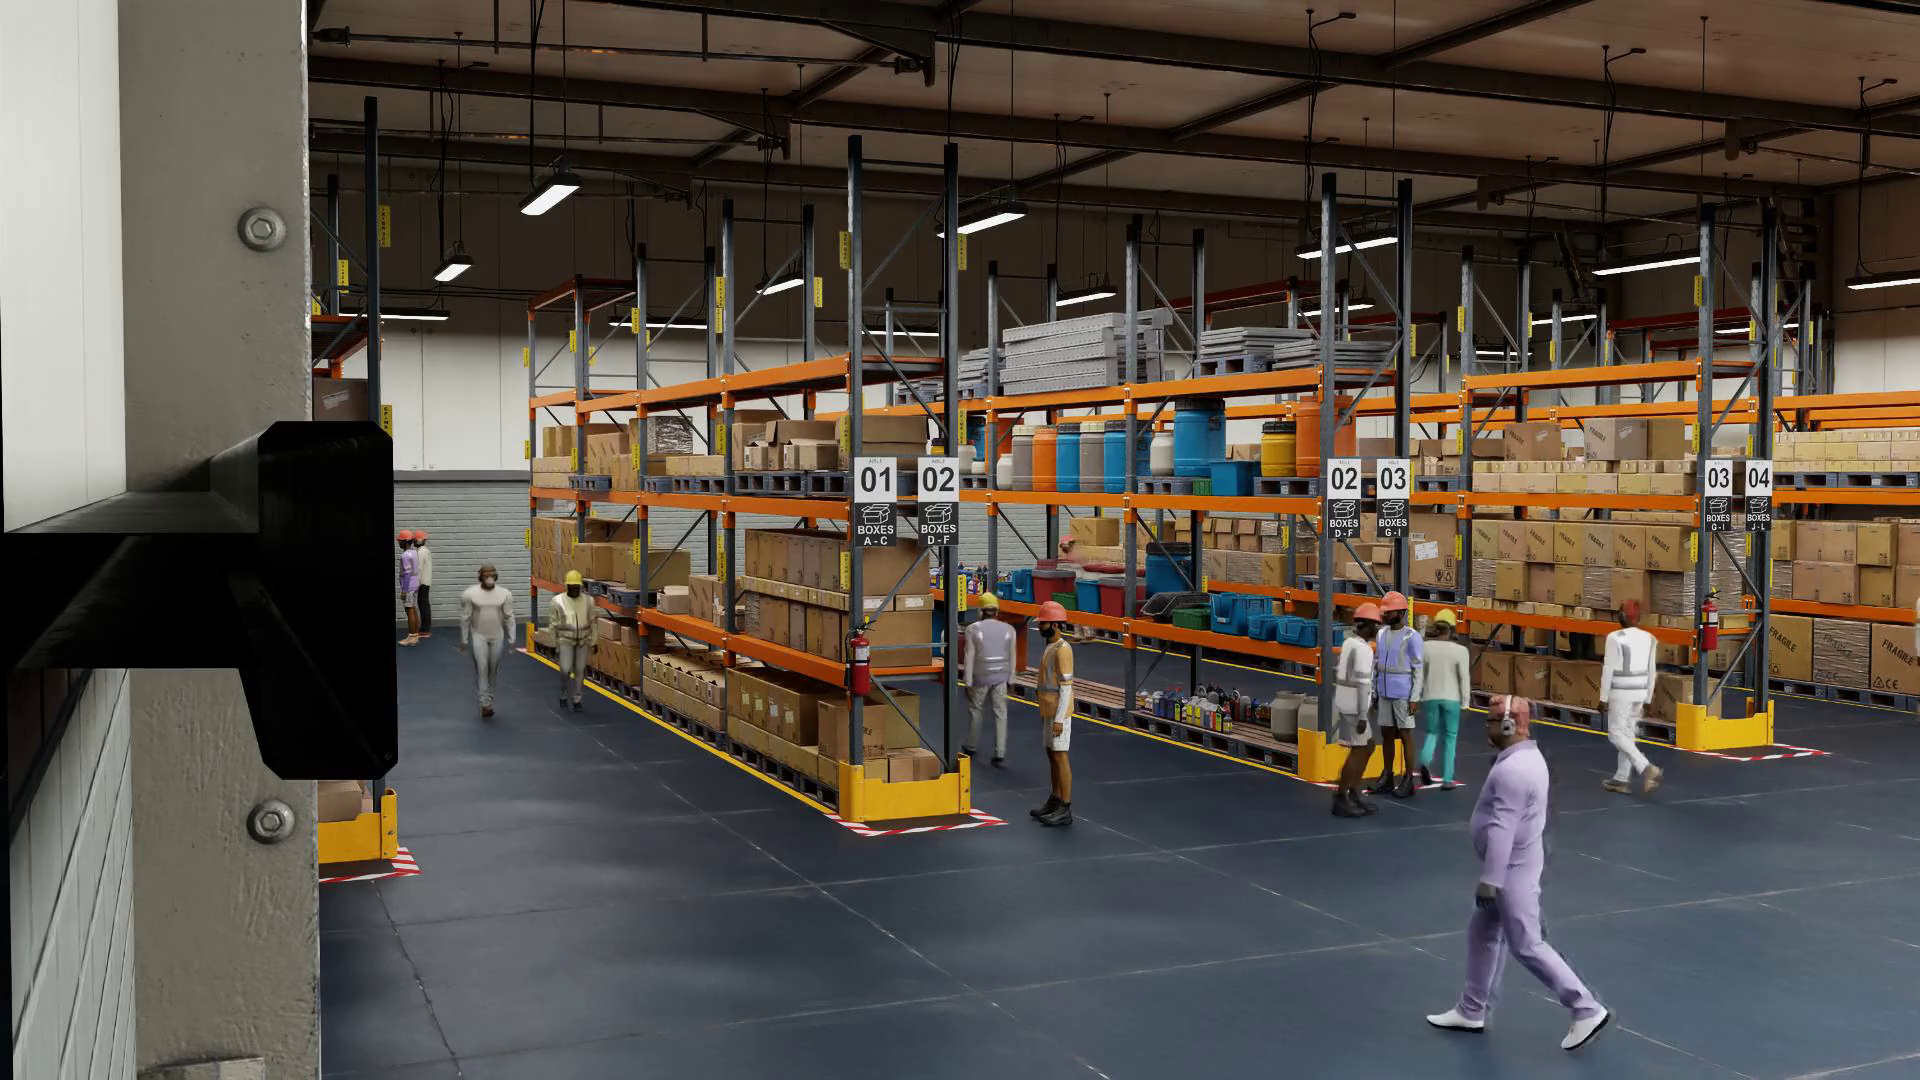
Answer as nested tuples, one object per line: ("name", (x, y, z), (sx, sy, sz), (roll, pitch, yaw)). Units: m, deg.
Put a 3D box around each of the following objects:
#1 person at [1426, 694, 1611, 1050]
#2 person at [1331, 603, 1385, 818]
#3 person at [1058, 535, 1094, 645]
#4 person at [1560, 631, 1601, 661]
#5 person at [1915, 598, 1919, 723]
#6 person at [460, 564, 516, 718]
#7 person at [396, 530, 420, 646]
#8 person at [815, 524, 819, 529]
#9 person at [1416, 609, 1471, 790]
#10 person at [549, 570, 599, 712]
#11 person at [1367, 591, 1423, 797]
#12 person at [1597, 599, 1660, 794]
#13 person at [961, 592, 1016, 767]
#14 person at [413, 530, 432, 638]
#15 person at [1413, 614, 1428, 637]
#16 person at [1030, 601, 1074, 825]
("person", (3.022, 1.768, 9.645), (0.908, 1.875, 0.644), (1, 2, 19))
("person", (3.561, 1.513, 16.115), (0.574, 1.885, 0.581), (0, 2, -4))
("person", (2.027, 0.881, 31.790), (0.520, 1.944, 0.687), (-1, 2, -19))
("person", (8.605, 1.165, 24.831), (0.622, 1.906, 0.442), (0, 2, -11))
("person", (11.566, 1.264, 21.114), (0.627, 2.005, 1.005), (0, 2, -3))
("person", (-5.858, 1.264, 22.347), (0.661, 1.897, 0.958), (-1, 2, -26))
("person", (-9.745, 0.840, 31.589), (0.389, 2.045, 0.606), (0, 2, -1))
("person", (-3.122, 0.633, 38.000), (0.603, 1.966, 0.368), (2, 3, 36))
("person", (4.627, 1.534, 17.214), (0.551, 1.746, 0.464), (1, 3, 32))
("person", (-4.926, 1.289, 22.892), (0.595, 1.814, 0.433), (-1, 2, -26))
("person", (4.117, 1.452, 16.990), (0.357, 1.936, 0.551), (-2, 3, -35))
("person", (6.374, 1.488, 16.960), (0.591, 1.871, 0.736), (-1, 2, -25))
("person", (0.279, 1.451, 18.867), (0.618, 1.789, 0.886), (-1, 2, -18))
("person", (-9.974, 0.806, 33.137), (0.401, 1.990, 0.622), (0, 2, -6))
("person", (7.484, 1.146, 29.354), (0.521, 1.597, 0.798), (1, 2, 16))
("person", (0.812, 1.503, 15.669), (0.360, 1.939, 0.543), (0, 2, -11))
